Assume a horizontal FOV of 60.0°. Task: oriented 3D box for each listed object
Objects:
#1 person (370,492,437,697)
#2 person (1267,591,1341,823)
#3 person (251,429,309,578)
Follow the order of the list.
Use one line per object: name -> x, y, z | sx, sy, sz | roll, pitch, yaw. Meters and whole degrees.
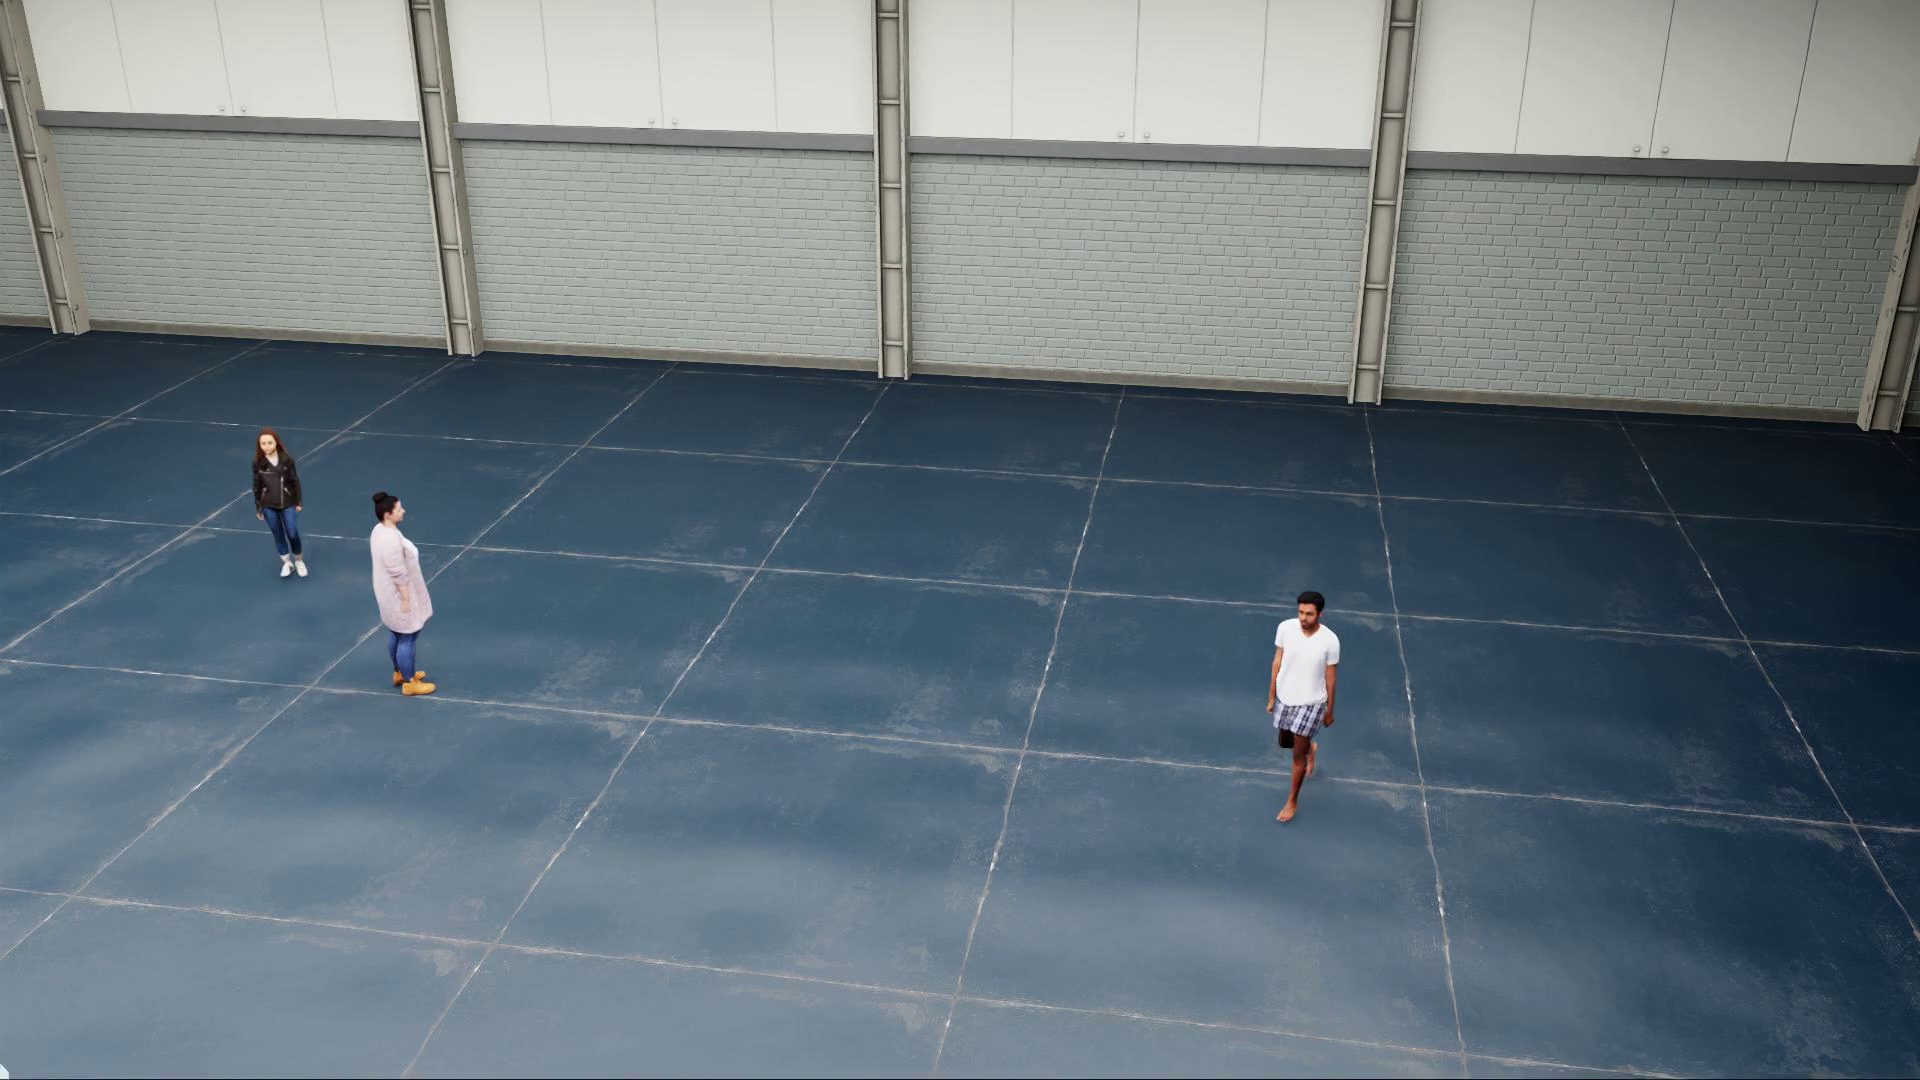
person -> -4.573, 0.417, 13.497 | 0.838, 1.745, 0.797 | -12, 26, -27
person -> 2.477, 1.118, 11.898 | 1.031, 1.706, 0.965 | 16, 28, 33
person -> -6.430, -0.372, 15.702 | 0.608, 1.472, 0.706 | -6, 24, -15
